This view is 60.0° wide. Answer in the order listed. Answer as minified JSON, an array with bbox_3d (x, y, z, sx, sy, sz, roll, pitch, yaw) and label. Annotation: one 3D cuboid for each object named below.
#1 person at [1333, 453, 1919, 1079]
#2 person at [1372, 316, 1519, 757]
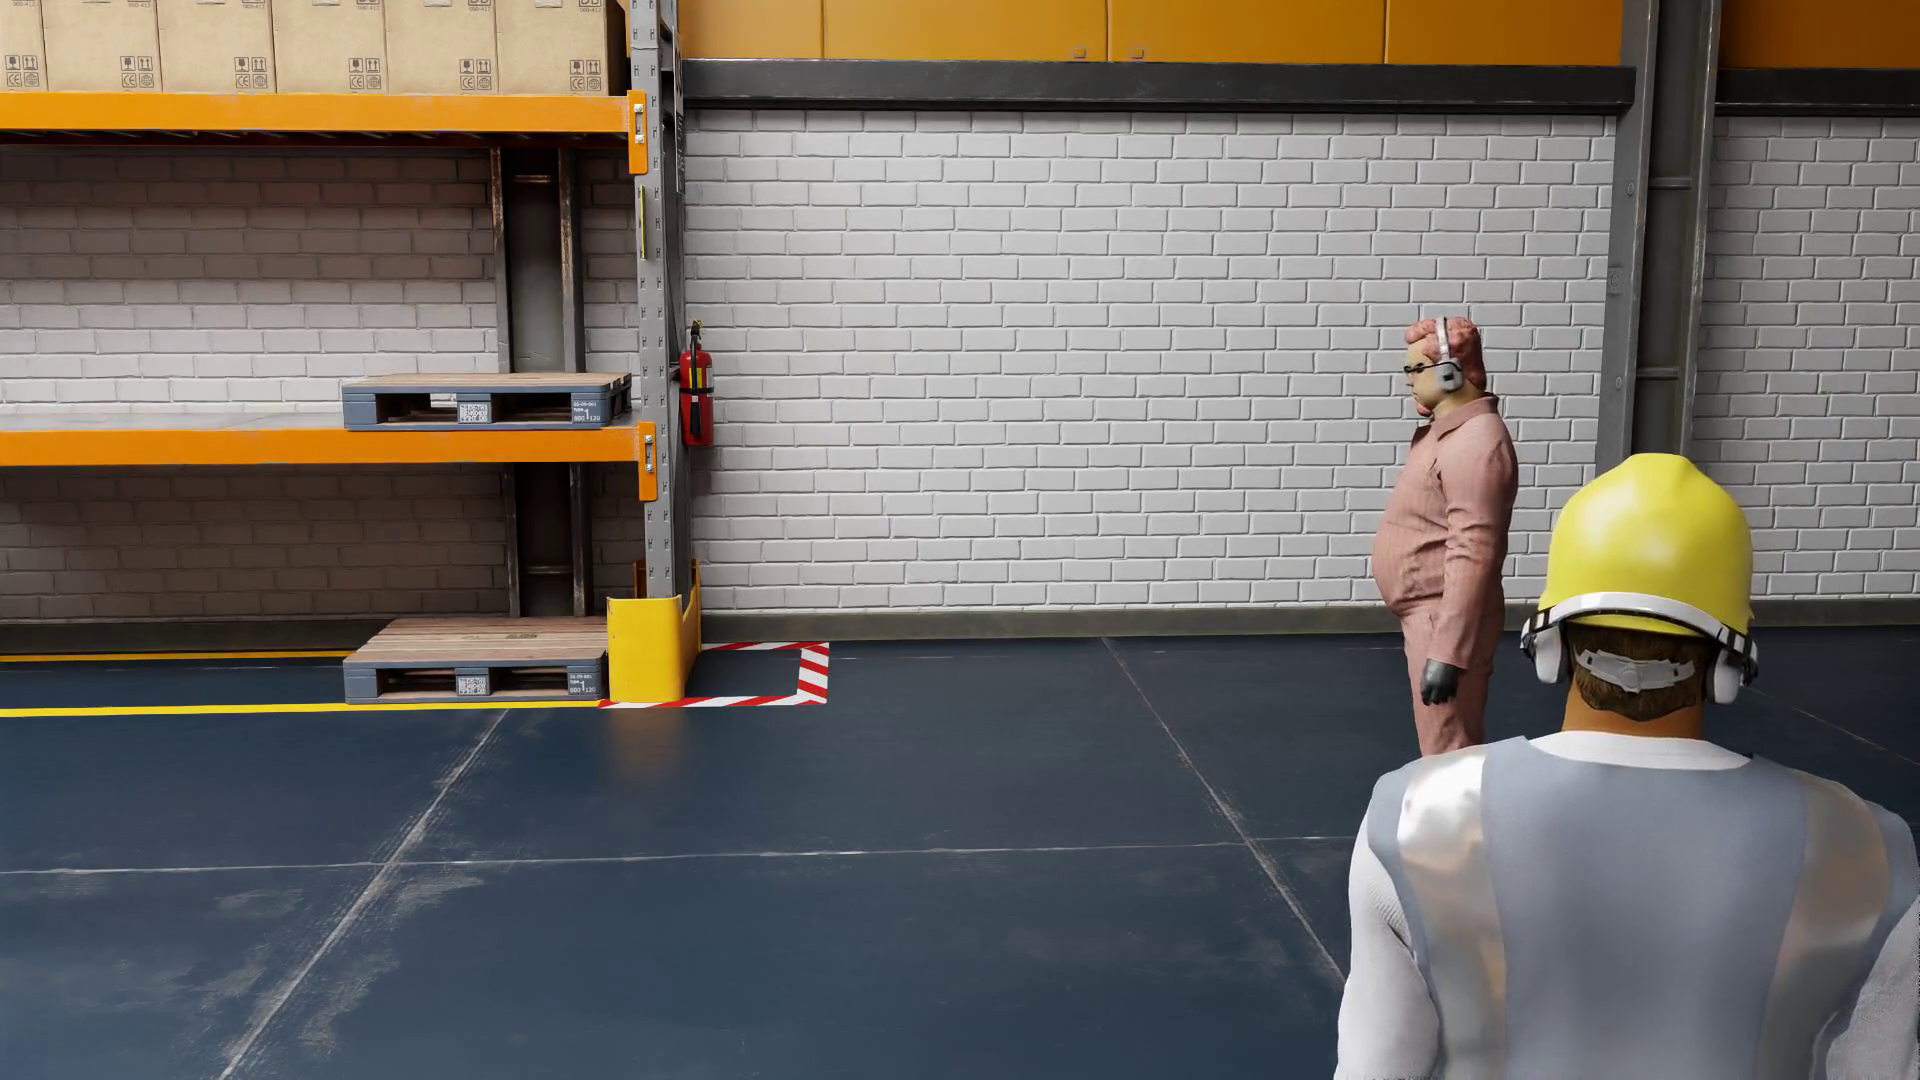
[{"bbox_3d":[0.725,0.816,1.885,0.602,1.830,0.404,3,9,15],"label":"person"},{"bbox_3d":[1.458,0.275,5.072,0.407,1.902,0.639,2,9,13],"label":"person"}]
